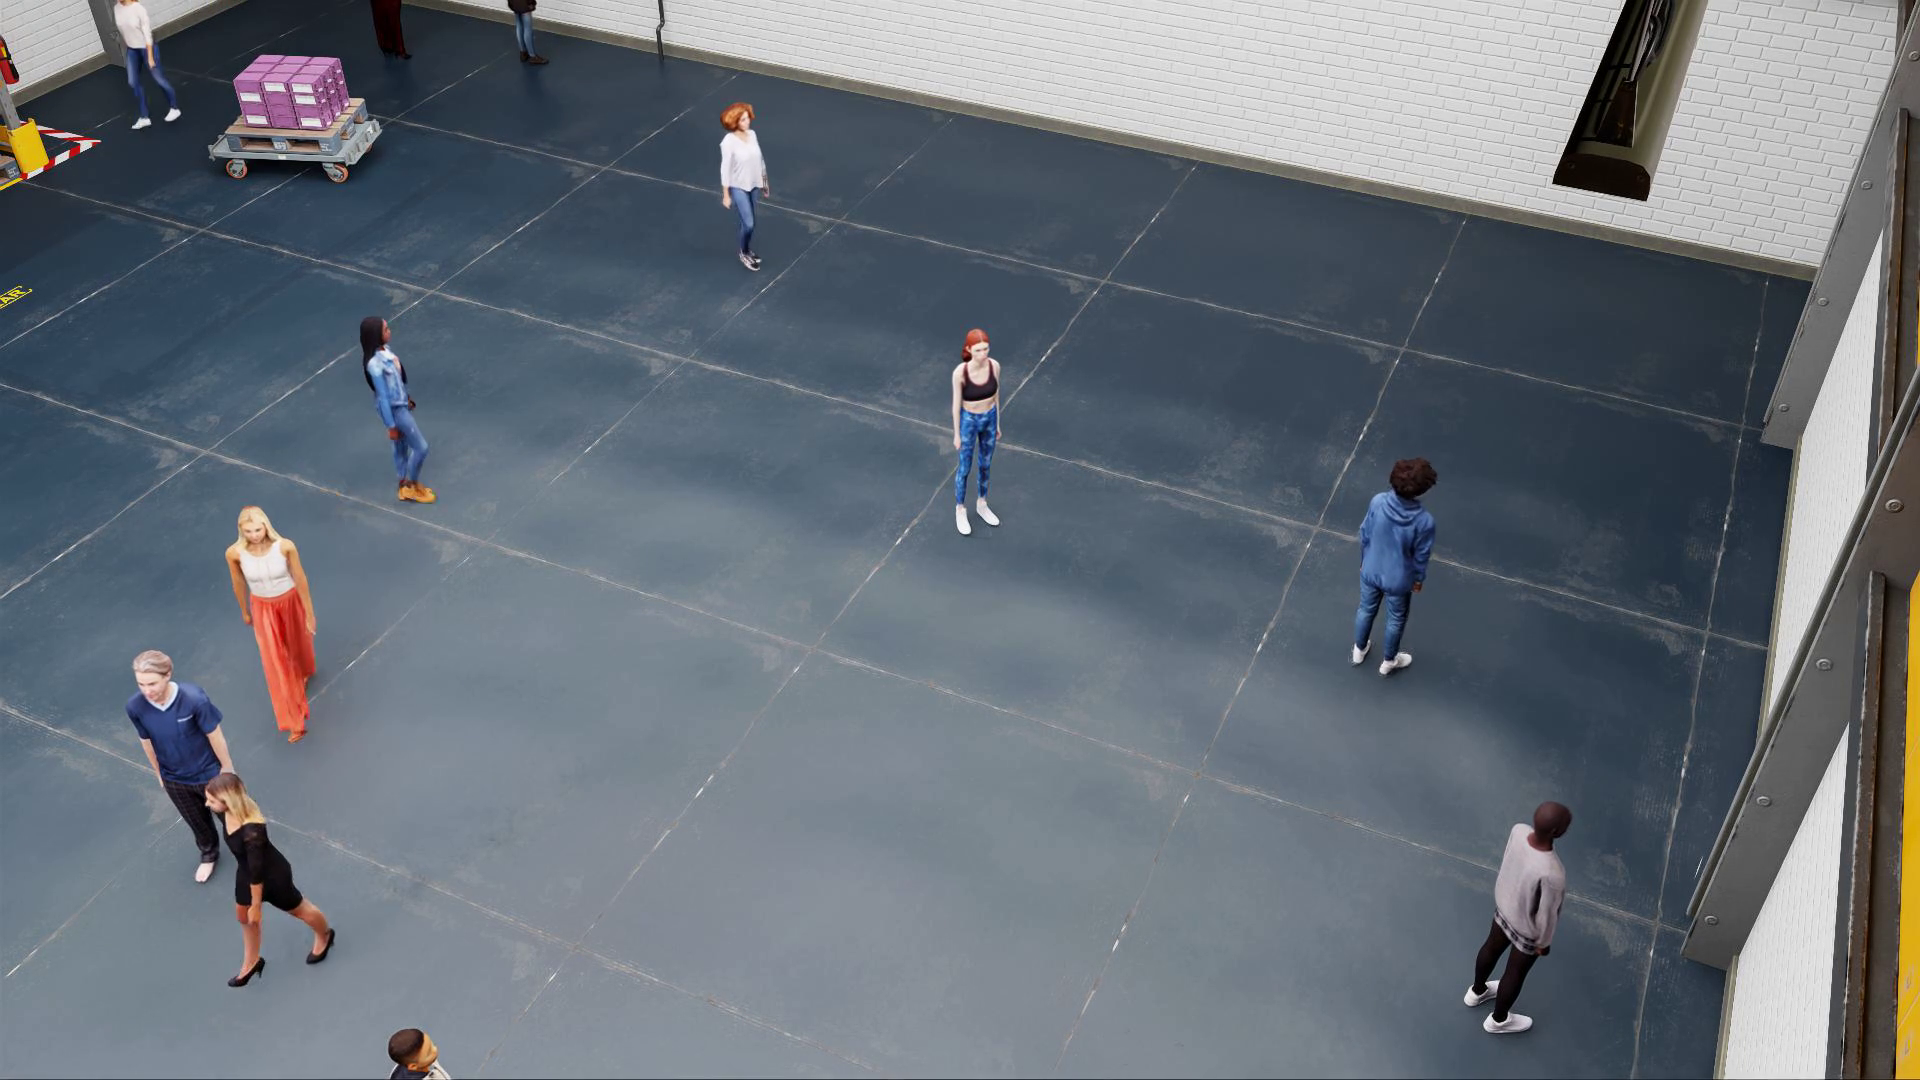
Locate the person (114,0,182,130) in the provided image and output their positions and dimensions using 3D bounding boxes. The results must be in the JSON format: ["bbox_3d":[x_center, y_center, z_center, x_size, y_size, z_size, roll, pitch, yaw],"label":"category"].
[{"bbox_3d":[-9.272,-5.598,19.007,0.676,1.700,0.884,11,40,13],"label":"person"}]

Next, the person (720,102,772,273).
[{"bbox_3d":[-2.201,-3.526,16.410,0.780,1.703,0.646,26,45,28],"label":"person"}]

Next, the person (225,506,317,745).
[{"bbox_3d":[-4.659,0.424,11.427,1.209,1.749,1.288,-11,40,-13],"label":"person"}]

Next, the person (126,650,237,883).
[{"bbox_3d":[-4.674,1.375,10.140,0.733,1.868,0.723,-3,39,-3],"label":"person"}]

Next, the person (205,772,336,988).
[{"bbox_3d":[-3.932,1.915,9.639,0.763,1.650,0.948,31,48,33],"label":"person"}]

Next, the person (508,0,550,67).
[{"bbox_3d":[-5.386,-6.647,20.374,0.742,1.633,0.725,-27,46,-29],"label":"person"}]

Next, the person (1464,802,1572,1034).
[{"bbox_3d":[3.136,2.097,9.311,0.752,1.774,0.684,-11,40,-14],"label":"person"}]

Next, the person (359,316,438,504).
[{"bbox_3d":[-4.591,-1.007,13.254,0.800,1.705,0.720,-9,39,-11],"label":"person"}]

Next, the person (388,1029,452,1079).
[{"bbox_3d":[-2.680,2.964,8.482,0.711,1.455,0.658,-14,41,-17],"label":"person"}]

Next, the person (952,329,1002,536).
[{"bbox_3d":[0.130,-0.862,13.009,0.680,1.785,0.747,-17,42,-20],"label":"person"}]

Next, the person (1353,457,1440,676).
[{"bbox_3d":[3.021,0.189,11.675,0.743,1.806,0.661,23,44,26],"label":"person"}]

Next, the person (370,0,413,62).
[{"bbox_3d":[-7.128,-6.798,20.464,0.704,1.757,0.660,24,45,27],"label":"person"}]
